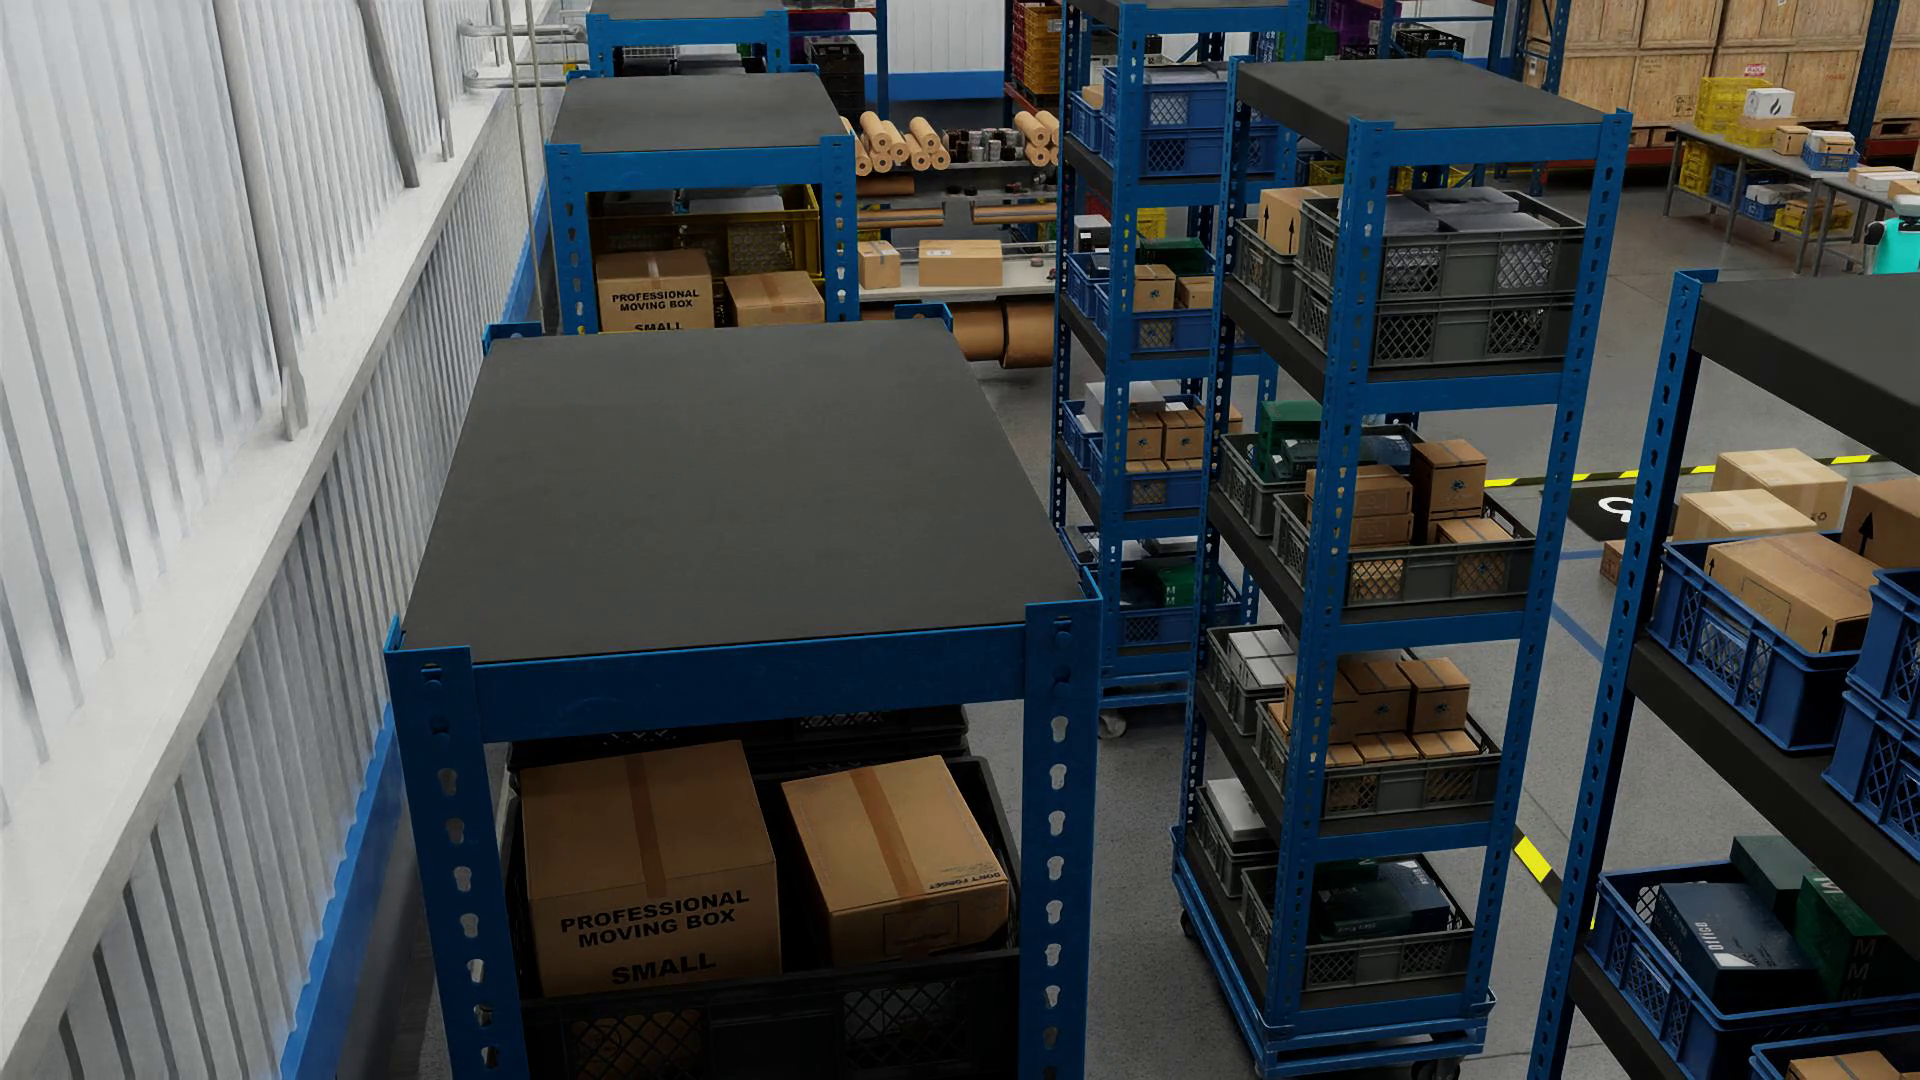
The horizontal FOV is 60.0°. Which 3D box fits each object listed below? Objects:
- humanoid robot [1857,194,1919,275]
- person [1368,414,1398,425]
[{"bbox_3d":[6.648,-1.542,11.735,0.533,1.676,0.735,1,25,2],"label":"humanoid robot"},{"bbox_3d":[1.961,0.247,7.922,0.605,1.834,0.660,-5,25,-10],"label":"person"}]
